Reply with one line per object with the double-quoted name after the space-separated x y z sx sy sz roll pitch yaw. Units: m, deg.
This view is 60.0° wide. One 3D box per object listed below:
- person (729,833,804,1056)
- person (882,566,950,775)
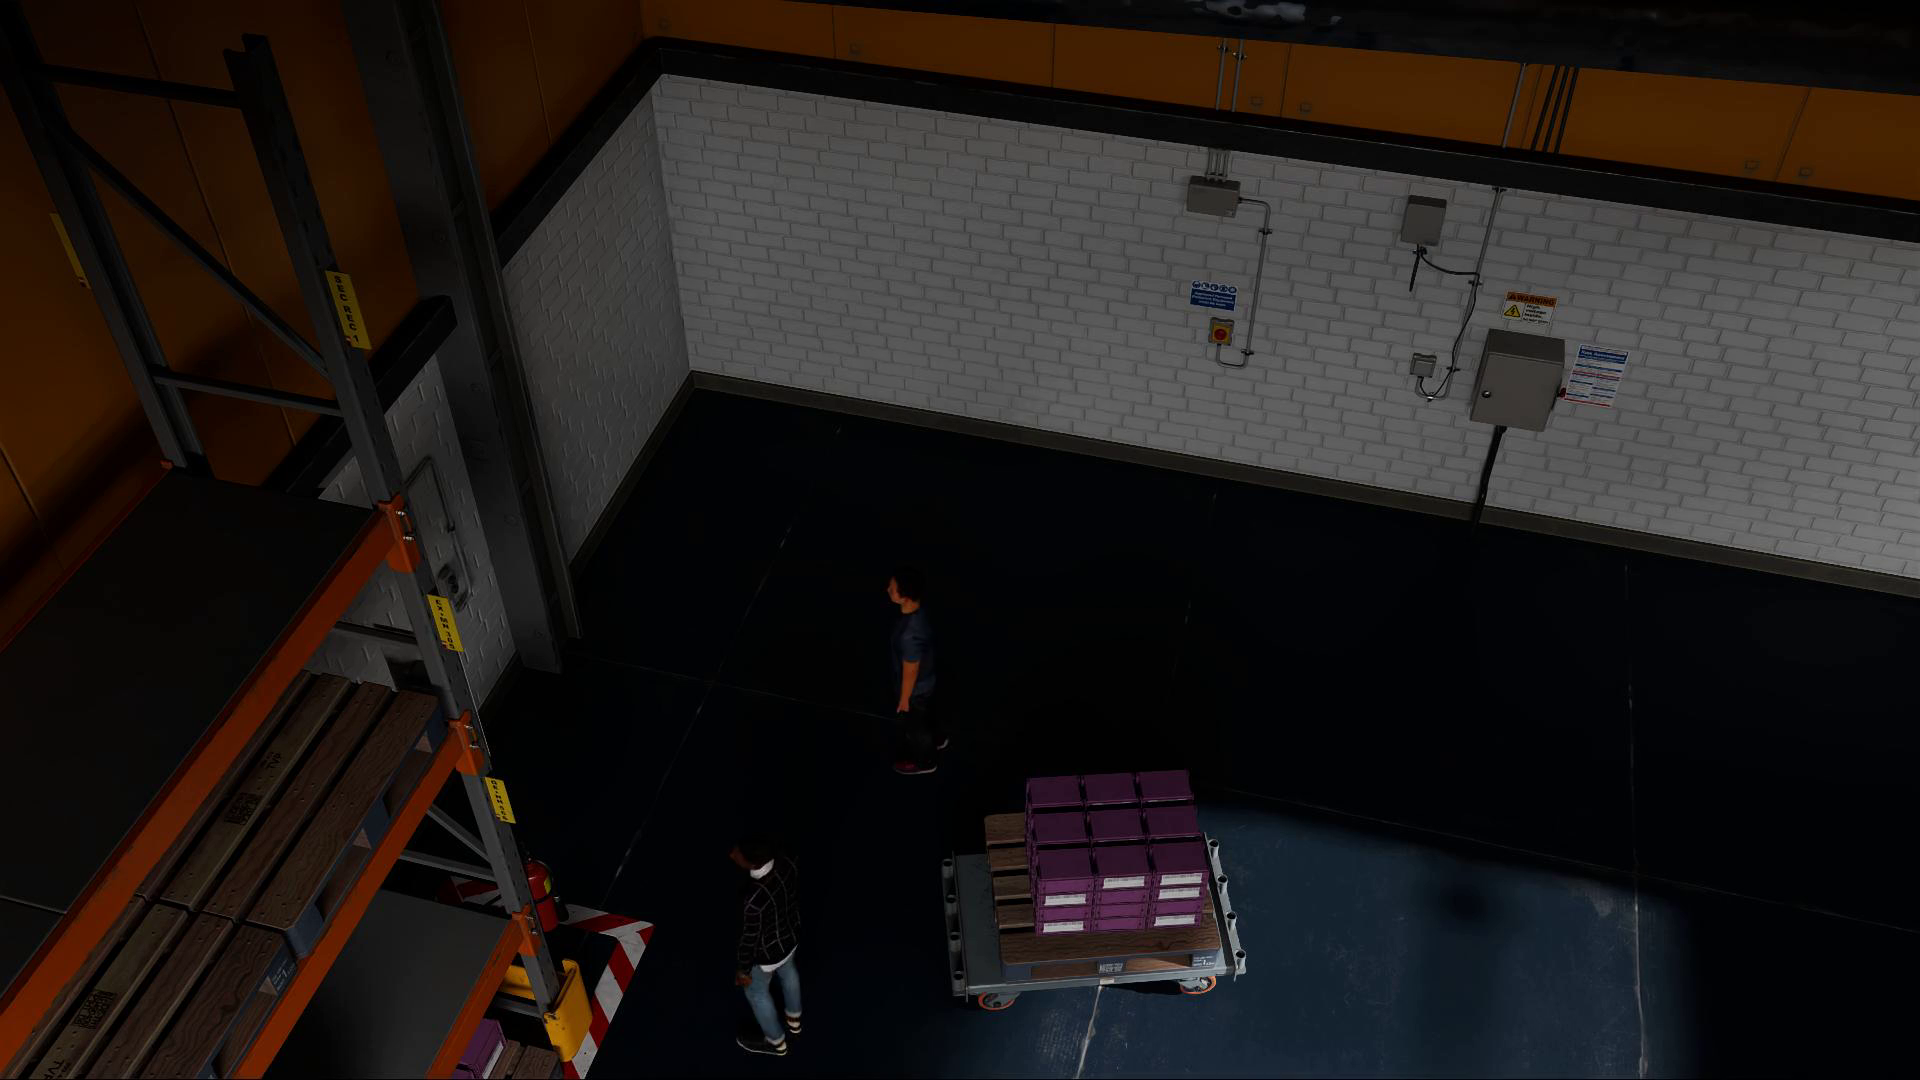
-0.991 2.099 8.750 0.834 1.816 0.642 29 51 27 "person"
-0.200 0.807 10.118 0.820 1.799 0.688 0 44 0 "person"
